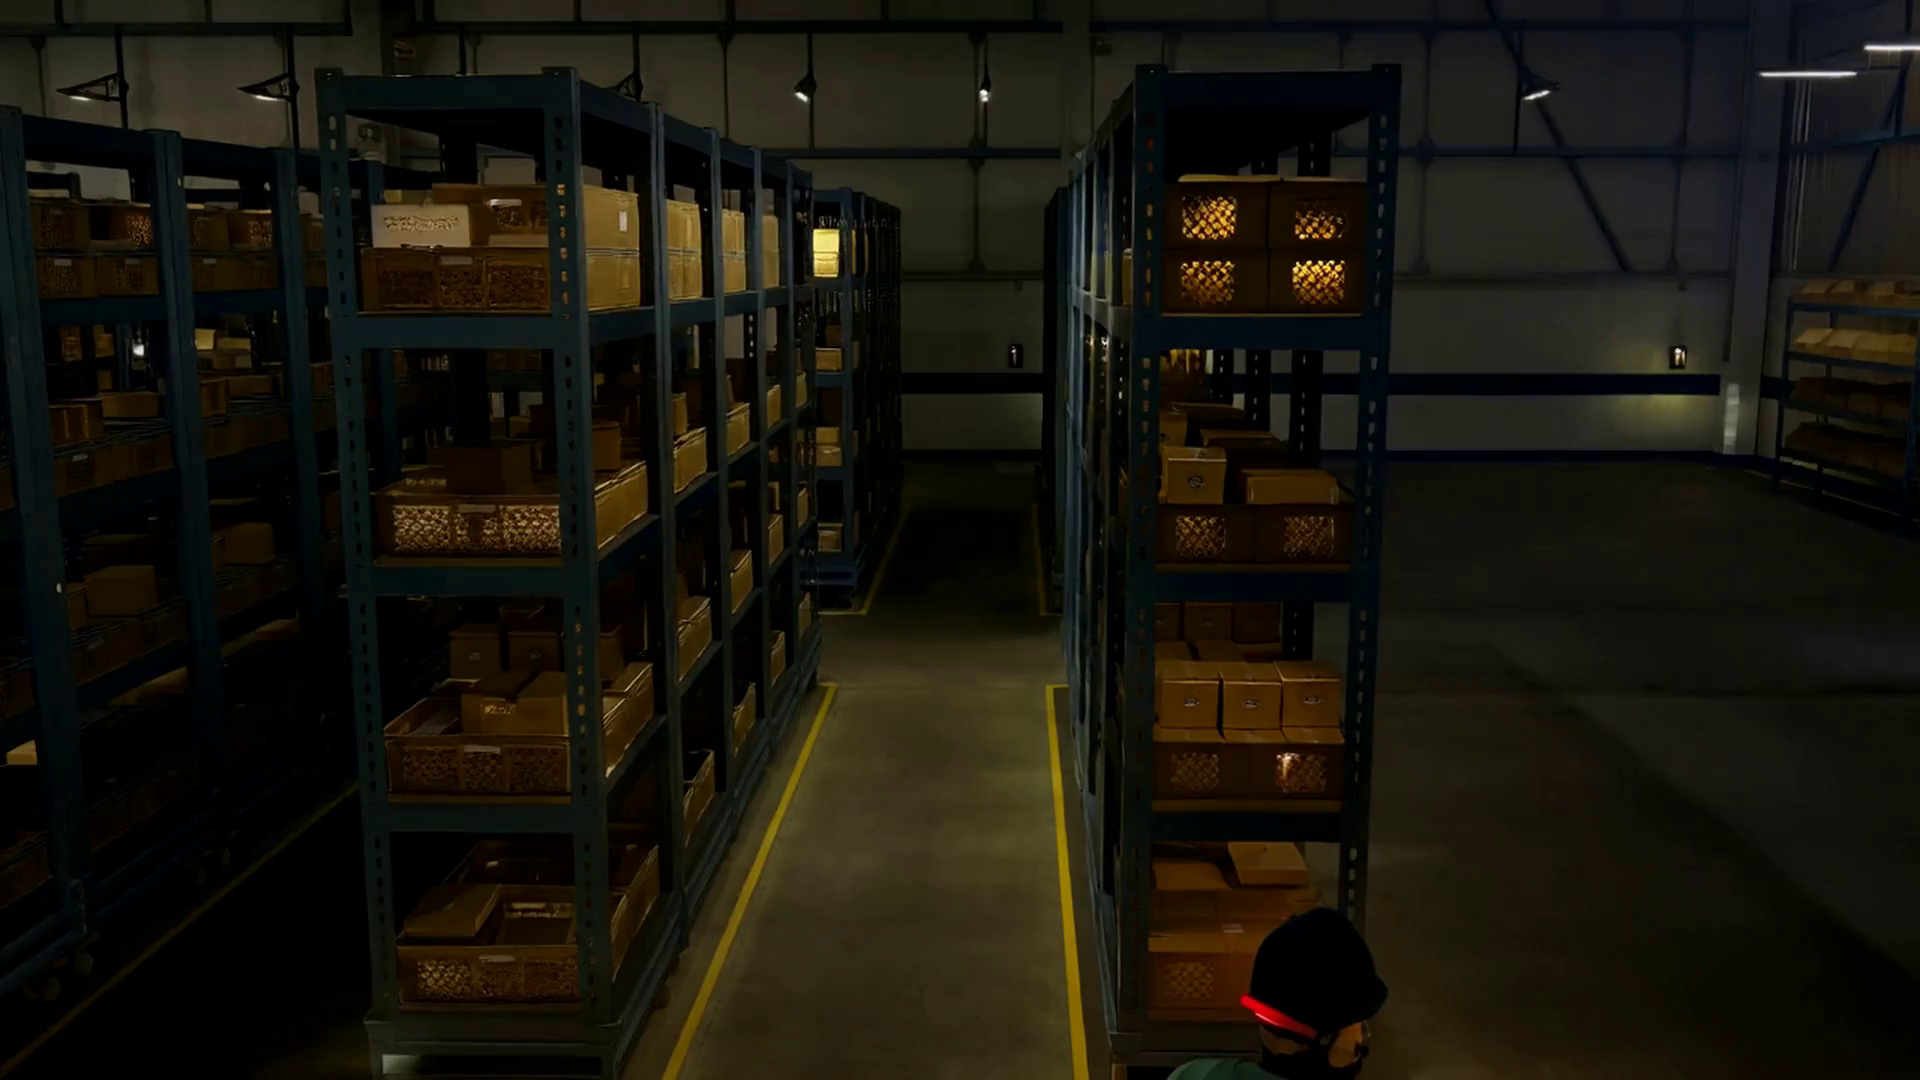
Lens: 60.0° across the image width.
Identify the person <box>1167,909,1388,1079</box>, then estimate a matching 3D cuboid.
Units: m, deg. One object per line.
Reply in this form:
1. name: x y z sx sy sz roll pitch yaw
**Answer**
1. person: 0.653 1.589 3.181 0.588 1.835 0.403 9 13 42
